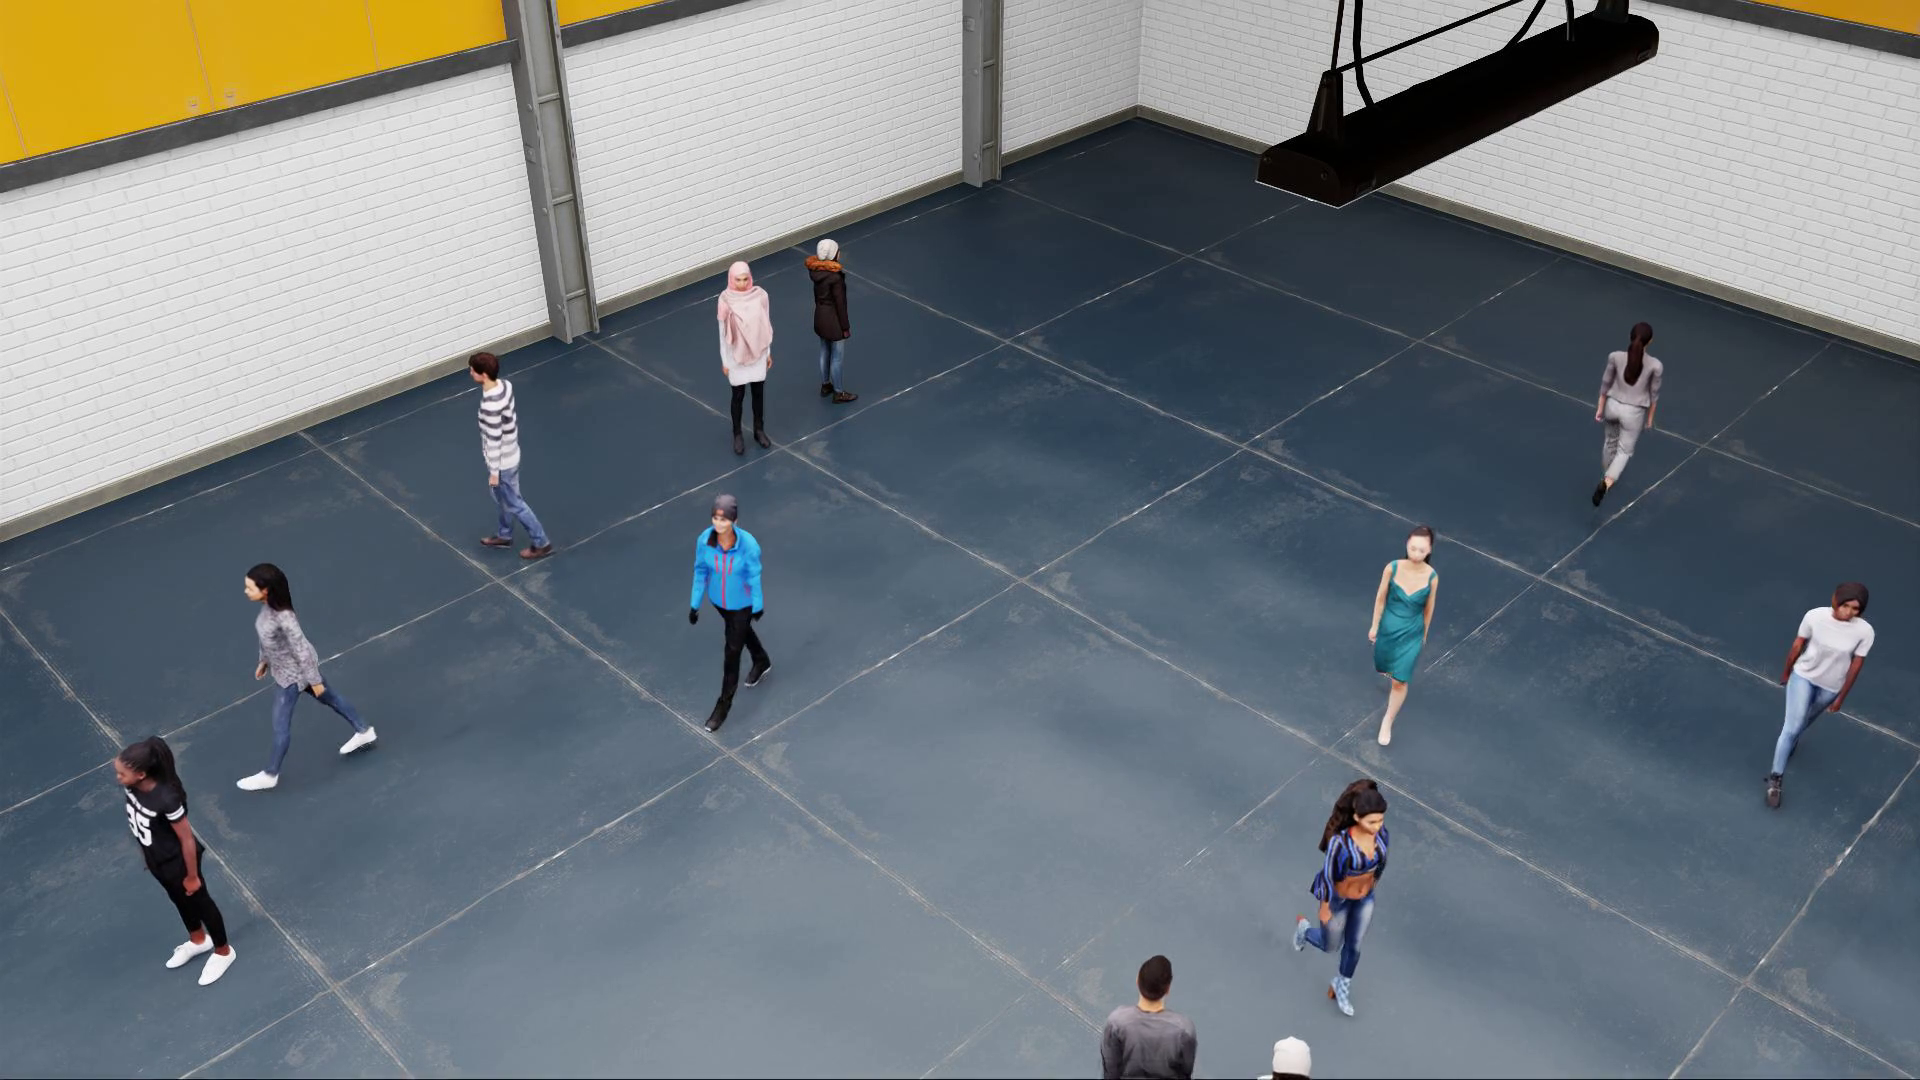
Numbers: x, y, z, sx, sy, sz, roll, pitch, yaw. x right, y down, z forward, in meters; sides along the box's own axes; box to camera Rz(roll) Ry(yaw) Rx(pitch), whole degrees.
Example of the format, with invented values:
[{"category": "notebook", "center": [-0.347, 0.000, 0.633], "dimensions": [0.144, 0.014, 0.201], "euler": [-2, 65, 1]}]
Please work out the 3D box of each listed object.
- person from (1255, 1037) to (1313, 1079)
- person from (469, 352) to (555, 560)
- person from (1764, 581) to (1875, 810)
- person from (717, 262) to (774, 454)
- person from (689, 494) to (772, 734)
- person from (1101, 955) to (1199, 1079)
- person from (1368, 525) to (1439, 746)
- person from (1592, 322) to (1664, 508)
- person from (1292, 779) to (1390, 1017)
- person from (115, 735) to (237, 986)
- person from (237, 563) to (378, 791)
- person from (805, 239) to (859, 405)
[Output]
[{"category": "person", "center": [1.515, 2.983, 7.991], "dimensions": [0.637, 1.644, 0.676], "euler": [3, 34, 5]}, {"category": "person", "center": [-3.593, -0.664, 13.298], "dimensions": [1.011, 1.842, 0.939], "euler": [-2, 34, -4]}, {"category": "person", "center": [5.710, 0.920, 11.067], "dimensions": [0.843, 1.675, 1.190], "euler": [16, 37, 23]}, {"category": "person", "center": [-1.903, -1.634, 14.793], "dimensions": [0.644, 1.803, 0.773], "euler": [-14, 36, -20]}, {"category": "person", "center": [-1.567, 0.414, 11.763], "dimensions": [0.898, 1.747, 1.235], "euler": [15, 36, 21]}, {"category": "person", "center": [0.912, 2.805, 8.178], "dimensions": [0.991, 1.733, 1.196], "euler": [7, 34, 10]}, {"category": "person", "center": [3.062, 0.607, 11.545], "dimensions": [0.781, 1.666, 1.015], "euler": [13, 36, 18]}, {"category": "person", "center": [5.575, -1.020, 14.002], "dimensions": [0.698, 1.657, 1.028], "euler": [22, 39, 29]}, {"category": "person", "center": [2.171, 2.002, 9.503], "dimensions": [0.868, 1.605, 0.856], "euler": [-13, 36, -19]}, {"category": "person", "center": [-4.558, 1.839, 9.630], "dimensions": [0.660, 1.734, 0.636], "euler": [20, 38, 27]}, {"category": "person", "center": [-4.370, 0.853, 11.162], "dimensions": [1.228, 1.680, 0.791], "euler": [-19, 38, -26]}, {"category": "person", "center": [-1.207, -2.062, 15.590], "dimensions": [0.640, 1.634, 0.653], "euler": [-23, 40, -31]}]
